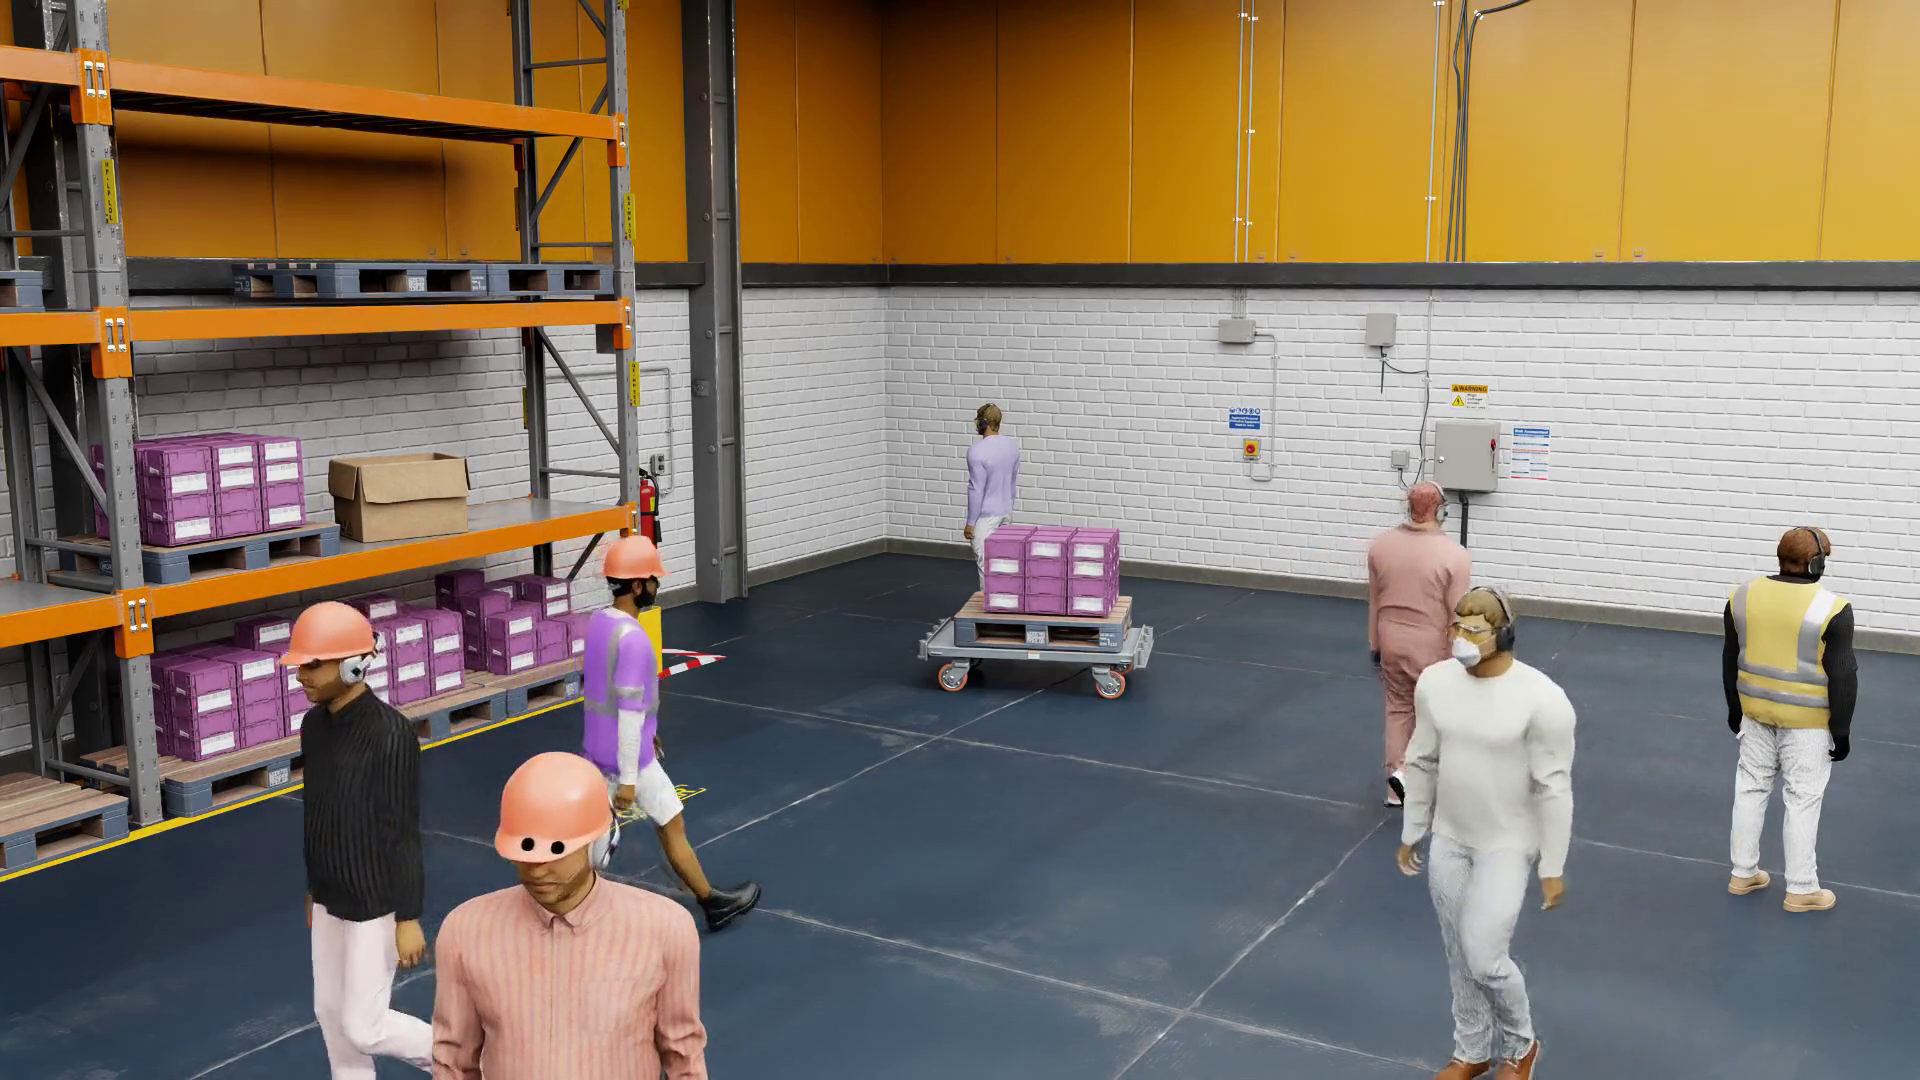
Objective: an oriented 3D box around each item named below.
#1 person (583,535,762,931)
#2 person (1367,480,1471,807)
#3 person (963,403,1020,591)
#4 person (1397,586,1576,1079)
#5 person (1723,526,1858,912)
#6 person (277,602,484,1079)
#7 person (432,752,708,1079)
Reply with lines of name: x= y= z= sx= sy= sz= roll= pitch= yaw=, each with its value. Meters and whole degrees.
person: x=-1.410 y=0.909 z=7.419 sx=1.024 sy=1.877 sz=0.555 roll=-6 pitch=11 yaw=-35
person: x=2.537 y=0.612 z=9.285 sx=0.517 sy=1.892 sz=0.651 roll=-9 pitch=13 yaw=-44
person: x=0.253 y=-0.196 z=14.160 sx=0.372 sy=1.940 sz=0.632 roll=7 pitch=11 yaw=36
person: x=1.877 y=1.115 z=6.034 sx=0.450 sy=1.926 sz=0.646 roll=-6 pitch=11 yaw=-34
person: x=3.977 y=0.845 z=7.972 sx=0.429 sy=1.840 sz=0.634 roll=-6 pitch=11 yaw=-32
person: x=-1.962 y=1.164 z=5.555 sx=0.635 sy=1.974 sz=0.575 roll=8 pitch=12 yaw=40
person: x=-0.885 y=1.438 z=3.793 sx=0.623 sy=1.989 sz=0.399 roll=-1 pitch=9 yaw=-5
